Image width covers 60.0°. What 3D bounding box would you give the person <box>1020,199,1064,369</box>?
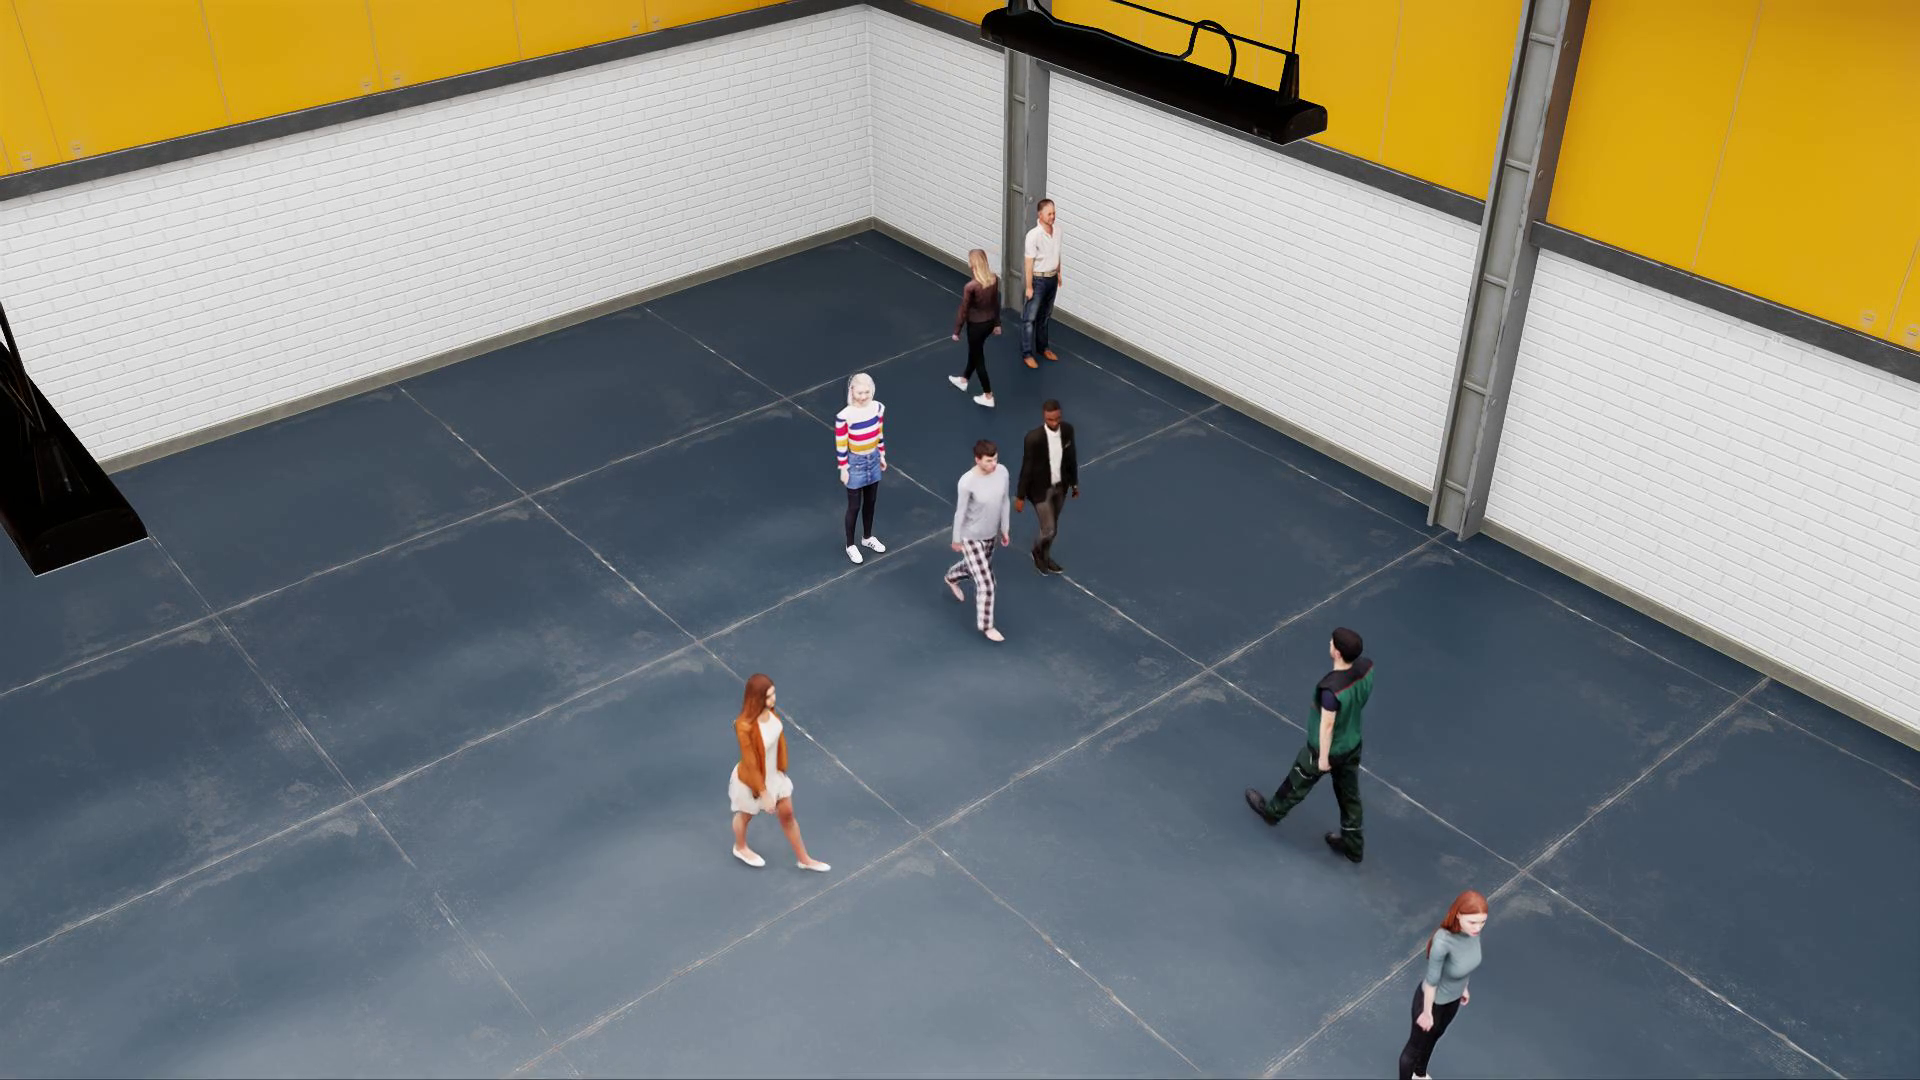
[{"bbox_3d":[0.862,-2.769,17.692,0.649,1.854,0.558,-23,40,-31],"label":"person"}]

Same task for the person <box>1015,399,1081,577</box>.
[{"bbox_3d":[0.686,-0.463,14.282,0.764,1.788,0.629,-26,42,-34],"label":"person"}]

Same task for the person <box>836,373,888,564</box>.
[{"bbox_3d":[-0.863,-0.660,14.560,0.649,1.808,0.511,-23,40,-31],"label":"person"}]

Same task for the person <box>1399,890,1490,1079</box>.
[{"bbox_3d":[2.785,2.658,9.627,0.565,1.743,0.528,-23,40,-31],"label":"person"}]

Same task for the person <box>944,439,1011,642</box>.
[{"bbox_3d":[0.106,-0.088,13.701,0.655,1.807,1.107,-25,41,-32],"label":"person"}]

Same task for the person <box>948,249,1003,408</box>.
[{"bbox_3d":[0.250,-2.113,16.870,0.961,1.671,0.751,25,41,33],"label":"person"}]

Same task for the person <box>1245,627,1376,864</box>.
[{"bbox_3d":[2.631,1.439,11.360,0.706,1.854,1.134,-28,43,-35],"label":"person"}]

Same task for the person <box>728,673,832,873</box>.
[{"bbox_3d":[-1.442,1.581,11.296,1.058,1.689,0.824,18,38,25],"label":"person"}]
